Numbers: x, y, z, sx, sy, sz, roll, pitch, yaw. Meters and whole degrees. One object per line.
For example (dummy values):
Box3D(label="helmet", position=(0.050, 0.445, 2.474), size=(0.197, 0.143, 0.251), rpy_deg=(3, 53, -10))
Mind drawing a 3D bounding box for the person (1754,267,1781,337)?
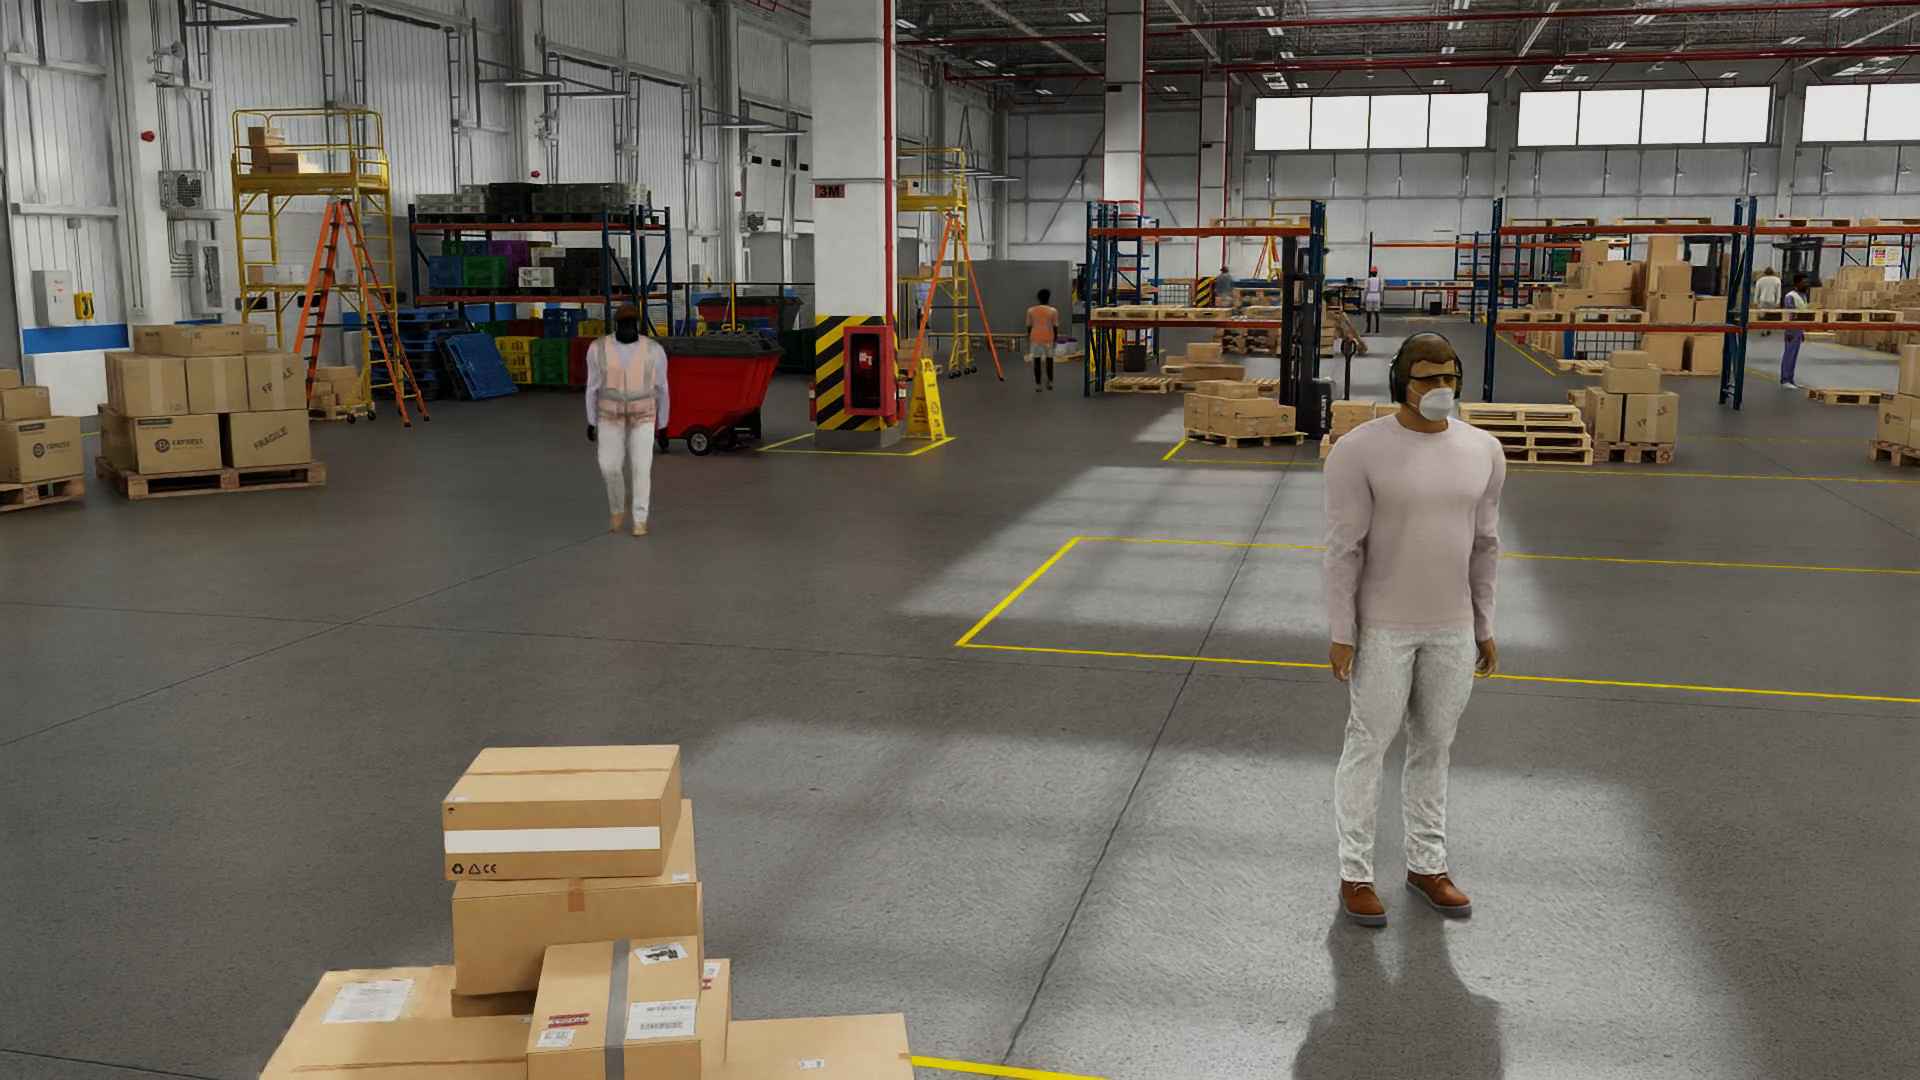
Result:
Box3D(label="person", position=(22.308, -6.577, 45.968), size=(0.657, 1.909, 0.832), rpy_deg=(5, 11, 26))

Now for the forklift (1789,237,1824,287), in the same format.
Box3D(label="forklift", position=(26.922, -8.263, 53.054), size=(1.873, 2.768, 1.129), rpy_deg=(-6, 11, -31))

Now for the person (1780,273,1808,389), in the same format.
Box3D(label="person", position=(13.889, -3.474, 27.690), size=(0.392, 1.919, 0.591), rpy_deg=(9, 13, 43))

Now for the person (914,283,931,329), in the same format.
Box3D(label="person", position=(-1.120, -7.380, 50.660), size=(0.543, 1.930, 0.389), rpy_deg=(-5, 11, -28))

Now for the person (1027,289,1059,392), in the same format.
Box3D(label="person", position=(1.359, -3.257, 27.176), size=(0.538, 1.658, 0.810), rpy_deg=(2, 10, 9))

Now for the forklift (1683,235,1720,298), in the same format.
Box3D(label="forklift", position=(21.792, -7.591, 49.102), size=(1.873, 2.768, 1.129), rpy_deg=(-9, 13, -43))

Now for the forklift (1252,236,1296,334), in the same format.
Box3D(label="forklift", position=(8.643, -6.720, 43.971), size=(1.873, 2.768, 1.129), rpy_deg=(2, 10, 14))

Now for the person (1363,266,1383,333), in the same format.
Box3D(label="person", position=(11.936, -6.945, 48.067), size=(0.551, 1.935, 0.375), rpy_deg=(0, 10, 2))

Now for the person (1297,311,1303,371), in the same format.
Box3D(label="person", position=(6.706, -4.123, 32.059), size=(0.483, 1.735, 0.342), rpy_deg=(-8, 13, -40))

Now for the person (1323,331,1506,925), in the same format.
Box3D(label="person", position=(1.489, 0.290, 5.466), size=(0.630, 1.940, 0.372), rpy_deg=(-2, 10, -14))

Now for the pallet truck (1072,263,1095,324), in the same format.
Box3D(label="pallet truck", position=(4.325, -8.180, 55.162), size=(0.823, 1.965, 1.885), rpy_deg=(6, 11, 31))

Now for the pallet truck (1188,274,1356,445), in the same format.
Box3D(label="pallet truck", position=(3.653, -2.138, 19.590), size=(1.885, 1.965, 0.823), rpy_deg=(-4, 10, -20))

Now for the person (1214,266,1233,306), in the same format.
Box3D(label="person", position=(8.620, -8.020, 54.460), size=(0.642, 1.914, 0.426), rpy_deg=(-6, 11, -33))

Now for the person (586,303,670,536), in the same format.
Box3D(label="person", position=(-2.585, -0.930, 12.974), size=(0.654, 1.825, 0.449), rpy_deg=(-2, 10, -9))
